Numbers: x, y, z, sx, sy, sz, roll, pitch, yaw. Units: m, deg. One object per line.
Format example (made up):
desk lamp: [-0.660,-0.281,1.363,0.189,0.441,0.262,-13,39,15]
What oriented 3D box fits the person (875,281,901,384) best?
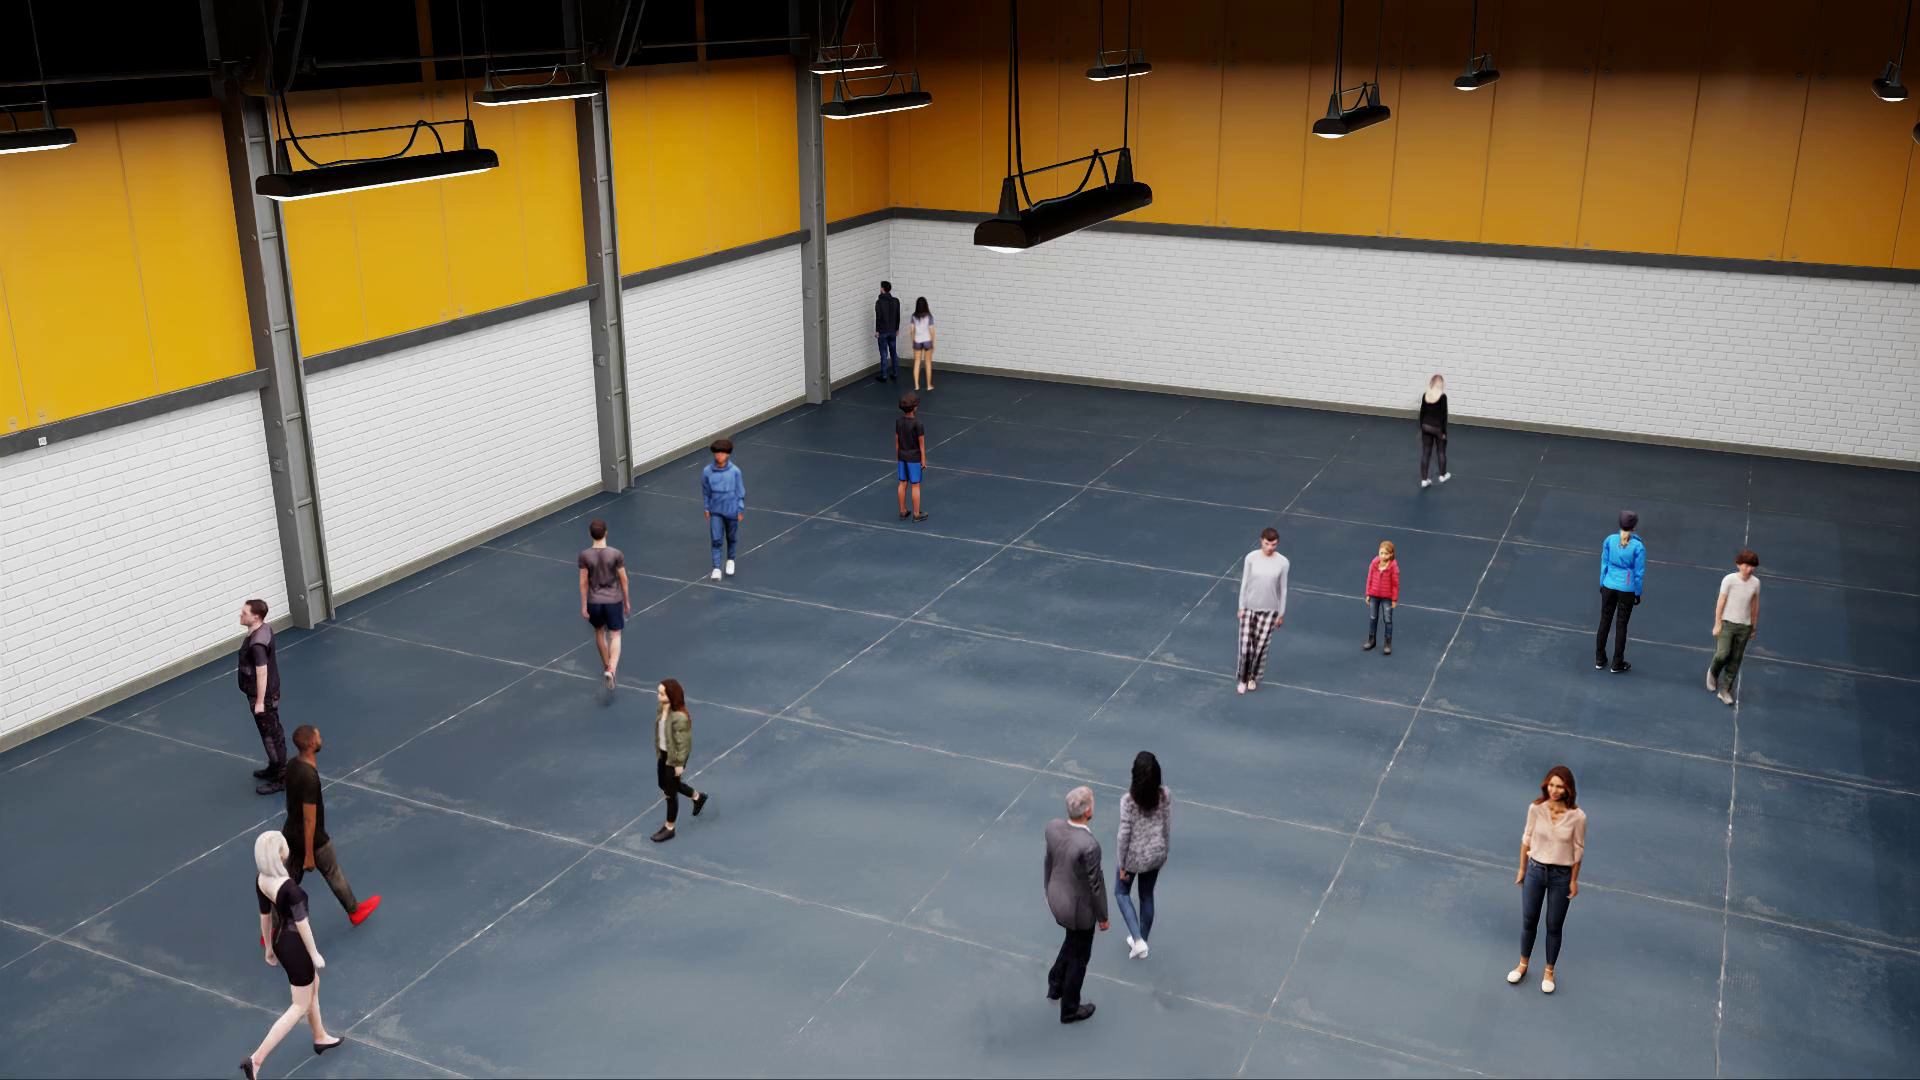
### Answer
person: [-1.358,-3.898,31.064,0.700,1.893,0.823,-12,22,-32]

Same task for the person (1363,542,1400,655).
person: [4.711,0.626,18.542,0.545,1.310,0.539,13,22,33]

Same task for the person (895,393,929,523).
person: [-0.699,-1.150,23.055,0.626,1.796,0.558,10,21,28]

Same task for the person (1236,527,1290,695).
person: [3.168,0.702,17.510,0.750,1.826,0.801,5,19,13]

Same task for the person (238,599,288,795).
person: [-6.438,1.411,15.368,0.833,1.849,0.792,-8,20,-23]

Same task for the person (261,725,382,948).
person: [-5.126,2.327,12.774,1.269,1.768,0.977,-14,23,-36]

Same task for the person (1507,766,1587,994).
person: [4.352,2.478,12.288,0.607,1.792,0.540,11,21,29]

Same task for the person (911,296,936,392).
person: [-0.679,-3.596,30.415,0.628,1.734,0.568,4,19,13]

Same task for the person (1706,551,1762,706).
person: [8.019,0.869,17.289,0.723,1.650,0.813,1,19,3]

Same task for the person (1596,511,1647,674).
person: [7.137,0.547,18.011,0.652,1.800,0.686,-17,25,-40]

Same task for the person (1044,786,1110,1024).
person: [0.760,2.619,11.817,0.859,1.826,0.839,-11,22,-30]

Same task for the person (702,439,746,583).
person: [-2.950,-0.408,20.877,0.995,1.780,1.161,-1,19,-3]

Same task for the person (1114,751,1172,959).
person: [1.406,2.426,12.557,0.830,1.719,0.894,-6,19,-16]

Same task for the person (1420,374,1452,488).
person: [6.949,-1.595,24.570,0.801,1.672,0.961,17,25,41]

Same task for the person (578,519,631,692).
person: [-3.743,0.705,17.498,1.024,1.828,1.185,-3,19,-9]

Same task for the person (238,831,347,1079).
person: [-4.569,2.838,11.201,0.735,1.803,1.111,13,23,34]

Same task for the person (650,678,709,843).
person: [-2.469,1.891,14.548,0.963,1.463,0.826,-14,23,-35]
